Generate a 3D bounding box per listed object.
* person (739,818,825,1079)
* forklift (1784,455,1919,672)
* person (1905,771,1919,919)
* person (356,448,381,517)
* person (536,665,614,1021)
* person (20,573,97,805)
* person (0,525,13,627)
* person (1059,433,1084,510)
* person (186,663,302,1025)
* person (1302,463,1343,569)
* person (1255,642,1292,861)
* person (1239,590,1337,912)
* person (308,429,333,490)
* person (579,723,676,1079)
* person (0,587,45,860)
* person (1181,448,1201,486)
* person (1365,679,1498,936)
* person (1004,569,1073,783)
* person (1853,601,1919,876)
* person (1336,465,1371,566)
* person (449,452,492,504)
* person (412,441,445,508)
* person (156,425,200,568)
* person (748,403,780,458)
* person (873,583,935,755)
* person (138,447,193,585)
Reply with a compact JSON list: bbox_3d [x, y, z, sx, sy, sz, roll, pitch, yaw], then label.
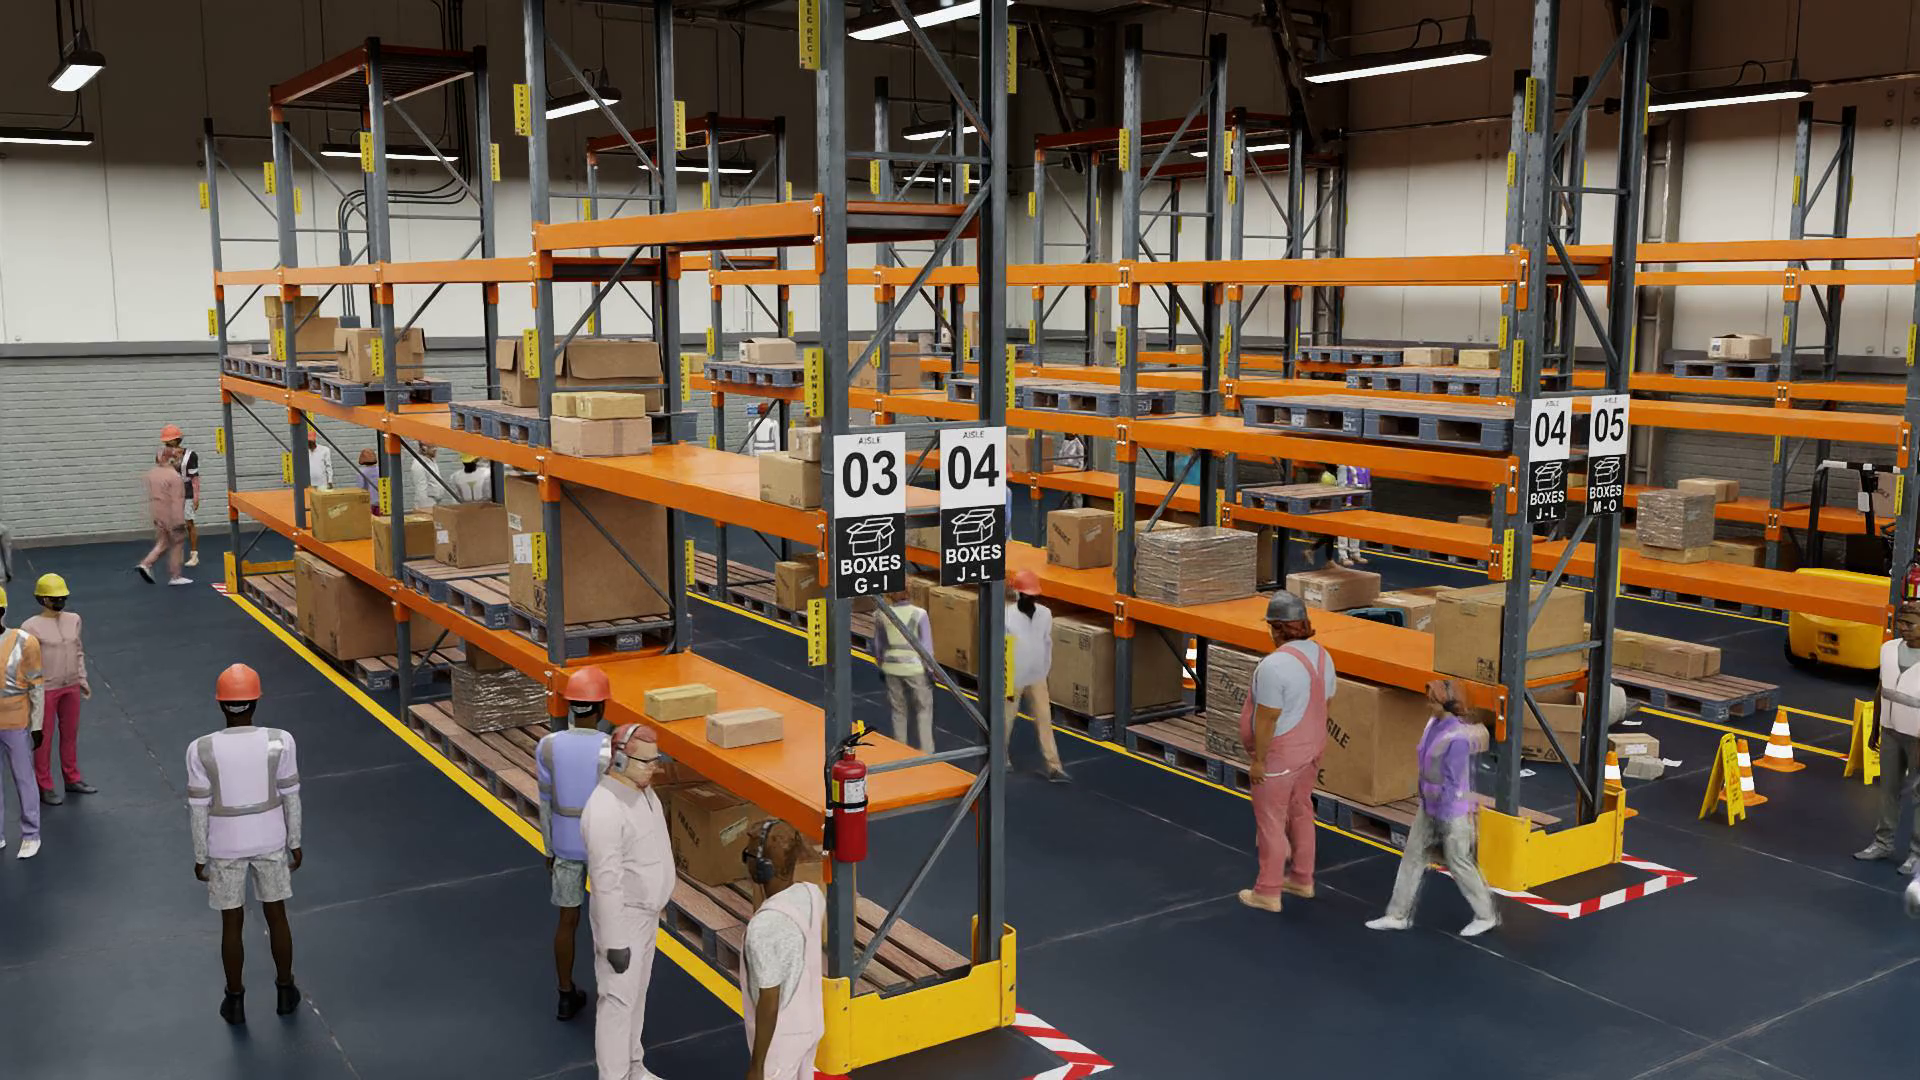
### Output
[{"bbox_3d":[-0.715,2.006,6.650,0.329,1.844,0.518,3,9,20],"label":"person"},{"bbox_3d":[9.643,0.253,17.172,2.313,2.155,1.214,-6,10,-33],"label":"forklift"},{"bbox_3d":[6.095,1.489,10.088,0.510,1.843,0.555,-5,10,-28],"label":"person"},{"bbox_3d":[-8.552,-0.516,24.147,0.278,1.633,0.507,5,10,28],"label":"person"},{"bbox_3d":[-1.972,1.627,8.908,0.546,1.928,0.384,2,9,12],"label":"person"},{"bbox_3d":[-6.917,1.129,12.759,0.311,1.768,0.522,3,9,20],"label":"person"},{"bbox_3d":[-10.570,0.365,18.049,0.506,1.690,0.888,-6,10,-35],"label":"person"},{"bbox_3d":[1.807,-1.050,27.039,0.403,1.834,0.589,-5,10,-29],"label":"person"},{"bbox_3d":[-3.825,1.619,8.925,0.552,1.936,0.358,-4,10,-27],"label":"person"},{"bbox_3d":[5.116,-0.407,23.245,0.491,1.675,0.553,2,9,14],"label":"person"},{"bbox_3d":[2.216,1.364,11.454,0.319,1.689,0.539,-3,9,-20],"label":"person"},{"bbox_3d":[2.059,1.313,10.619,0.686,2.000,0.537,-8,12,-44],"label":"person"},{"bbox_3d":[-10.328,-0.938,26.602,0.575,1.741,0.355,-3,9,-22],"label":"person"},{"bbox_3d":[-1.542,1.797,7.872,0.402,1.901,0.638,1,9,5],"label":"person"},{"bbox_3d":[-6.614,1.243,11.450,0.594,1.930,0.354,0,9,-3],"label":"person"},{"bbox_3d":[3.542,-0.675,24.827,0.582,1.732,0.470,-6,10,-34],"label":"person"},{"bbox_3d":[2.918,1.619,10.042,0.777,1.602,0.524,-1,9,-6],"label":"person"},{"bbox_3d":[0.537,1.079,13.282,0.565,1.702,0.872,-4,10,-26],"label":"person"},{"bbox_3d":[6.412,1.320,11.217,0.390,1.846,0.564,-3,9,-22],"label":"person"},{"bbox_3d":[5.635,-0.559,23.741,0.619,1.845,0.430,-7,11,-38],"label":"person"},{"bbox_3d":[-6.381,-0.308,21.903,0.633,1.890,0.527,-1,9,-8],"label":"person"},{"bbox_3d":[-7.321,-0.476,23.009,0.404,1.903,0.696,-1,9,-6],"label":"person"},{"bbox_3d":[-11.065,-0.614,23.510,0.612,2.030,0.410,1,9,5],"label":"person"},{"bbox_3d":[-3.551,-1.553,30.228,0.573,1.883,0.356,0,9,3],"label":"person"},{"bbox_3d":[-0.458,1.087,13.567,0.570,1.601,0.338,3,9,21],"label":"person"},{"bbox_3d":[-10.496,-0.296,21.940,0.661,1.872,0.589,6,10,34],"label":"person"}]
